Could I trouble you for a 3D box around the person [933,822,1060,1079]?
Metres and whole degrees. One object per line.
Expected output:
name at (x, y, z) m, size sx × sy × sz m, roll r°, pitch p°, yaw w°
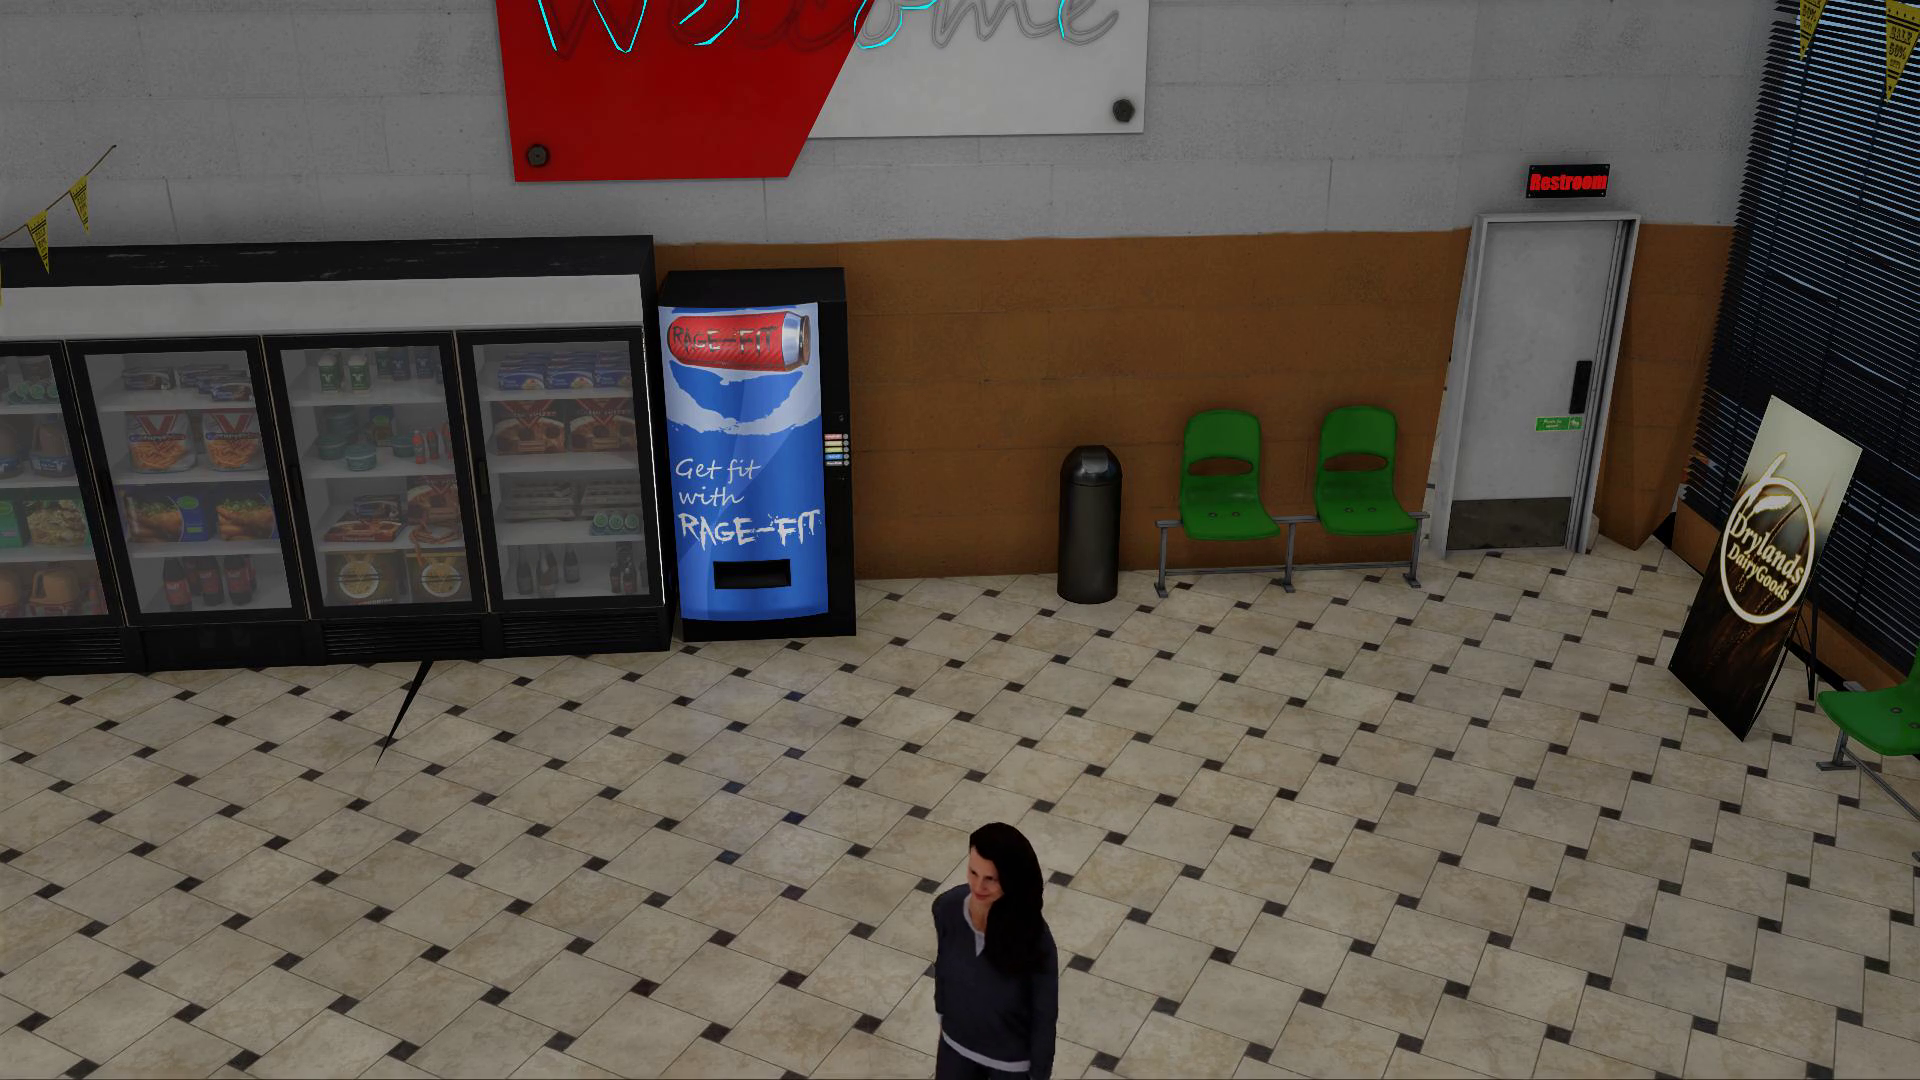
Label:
person at (0.147, 1.644, 5.506) m, size 0.923 × 1.737 × 1.066 m, roll 11°, pitch 26°, yaw 24°
